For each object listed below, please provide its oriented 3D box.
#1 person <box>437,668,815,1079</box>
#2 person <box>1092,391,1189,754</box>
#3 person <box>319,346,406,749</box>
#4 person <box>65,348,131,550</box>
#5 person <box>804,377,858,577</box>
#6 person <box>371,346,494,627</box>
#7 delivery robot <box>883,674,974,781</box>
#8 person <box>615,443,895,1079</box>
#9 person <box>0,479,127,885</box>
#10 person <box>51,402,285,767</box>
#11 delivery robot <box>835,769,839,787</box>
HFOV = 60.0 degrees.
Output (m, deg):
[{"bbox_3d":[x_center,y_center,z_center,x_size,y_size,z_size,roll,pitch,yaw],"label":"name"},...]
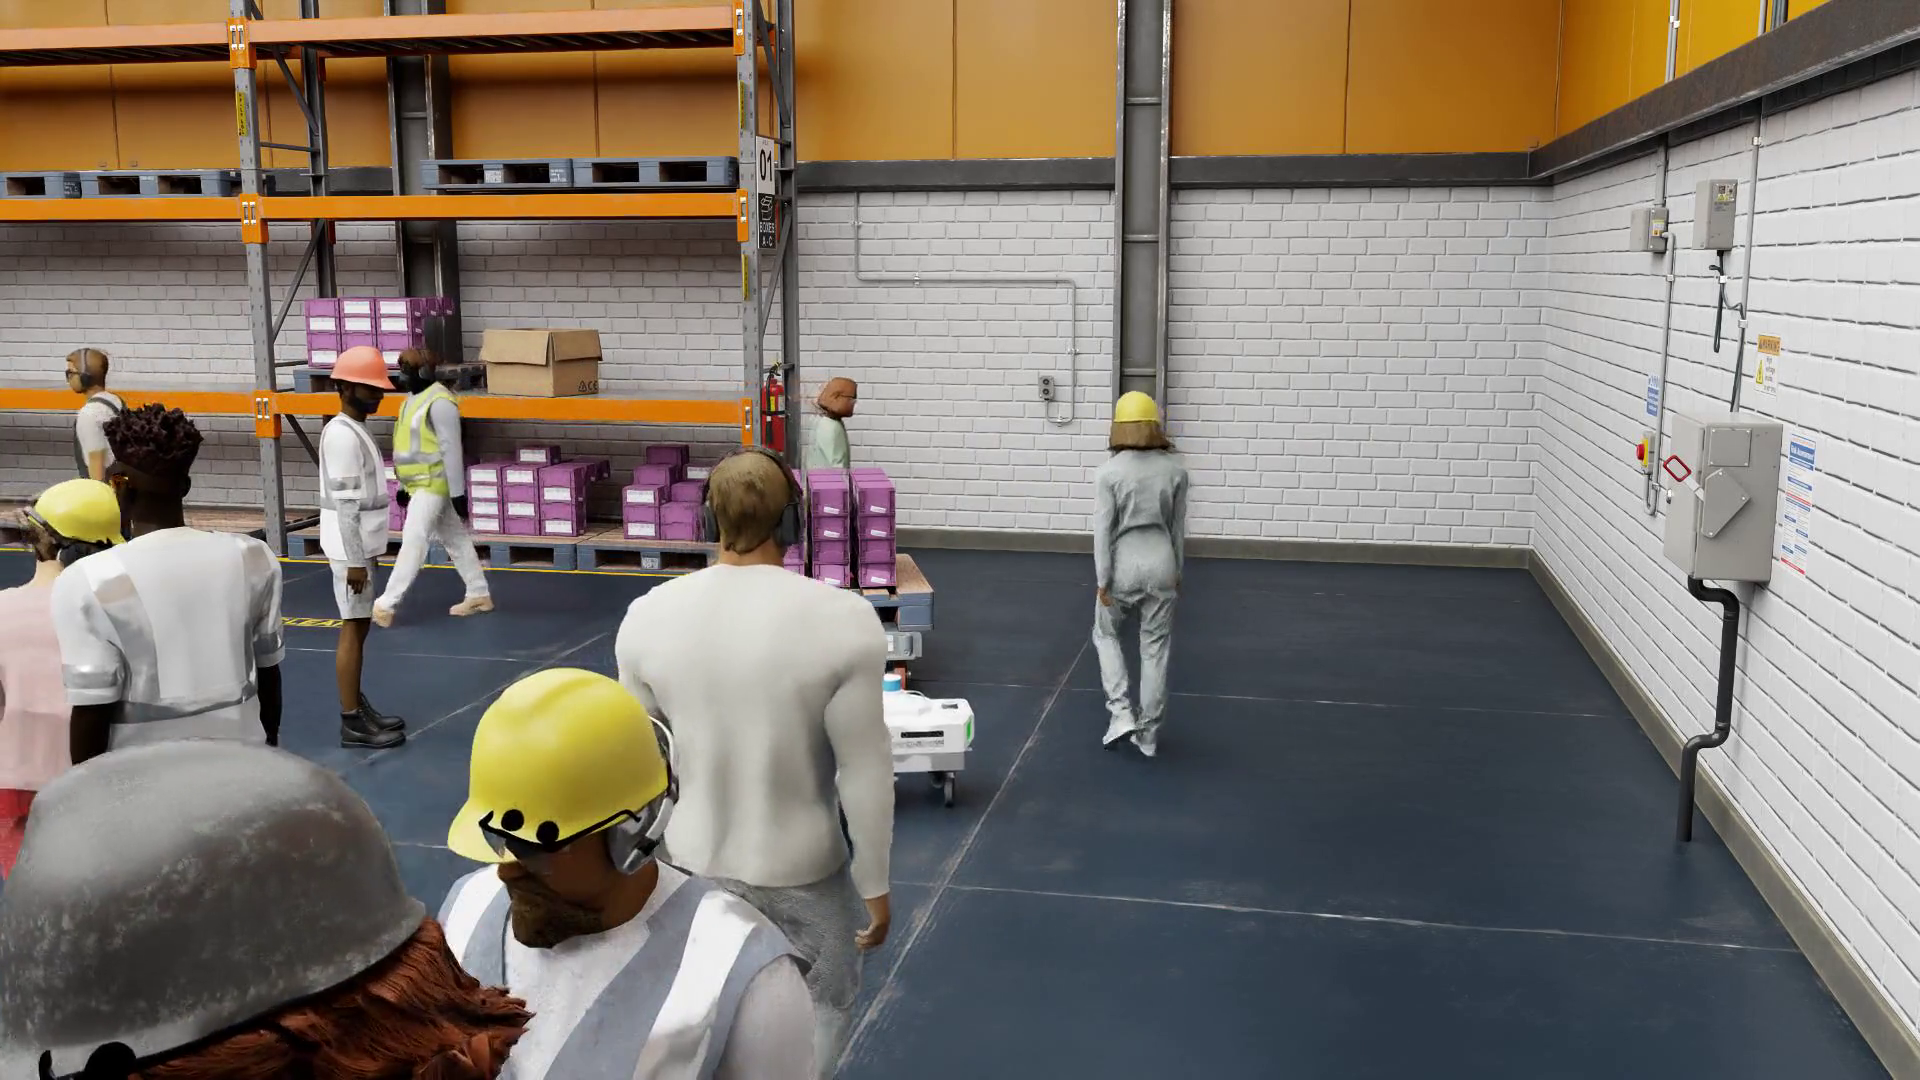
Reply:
[{"bbox_3d":[-0.488,1.052,2.227,0.588,1.822,0.403,4,10,23],"label":"person"},{"bbox_3d":[0.848,0.159,7.895,0.480,1.724,0.383,-2,10,-10],"label":"person"},{"bbox_3d":[-2.881,0.034,8.037,0.384,1.930,0.547,-3,10,-15],"label":"person"},{"bbox_3d":[-5.042,-0.252,10.067,0.693,1.830,0.516,-1,9,-5],"label":"person"},{"bbox_3d":[-0.737,-0.247,10.721,0.799,1.590,0.493,1,10,8],"label":"person"},{"bbox_3d":[-3.493,-0.349,10.750,0.979,1.790,0.651,-6,11,-33],"label":"person"},{"bbox_3d":[-0.298,0.821,7.143,0.707,0.478,0.477,-1,10,-7],"label":"delivery robot"},{"bbox_3d":[-0.465,0.746,3.757,0.648,1.926,0.561,2,10,13],"label":"person"},{"bbox_3d":[-2.521,0.677,4.777,0.551,1.706,0.828,0,9,-1],"label":"person"},{"bbox_3d":[-2.060,0.621,4.391,0.367,1.966,0.607,6,11,33],"label":"person"},{"bbox_3d":[-0.735,0.919,6.556,0.477,0.478,0.707,8,12,38],"label":"delivery robot"}]
